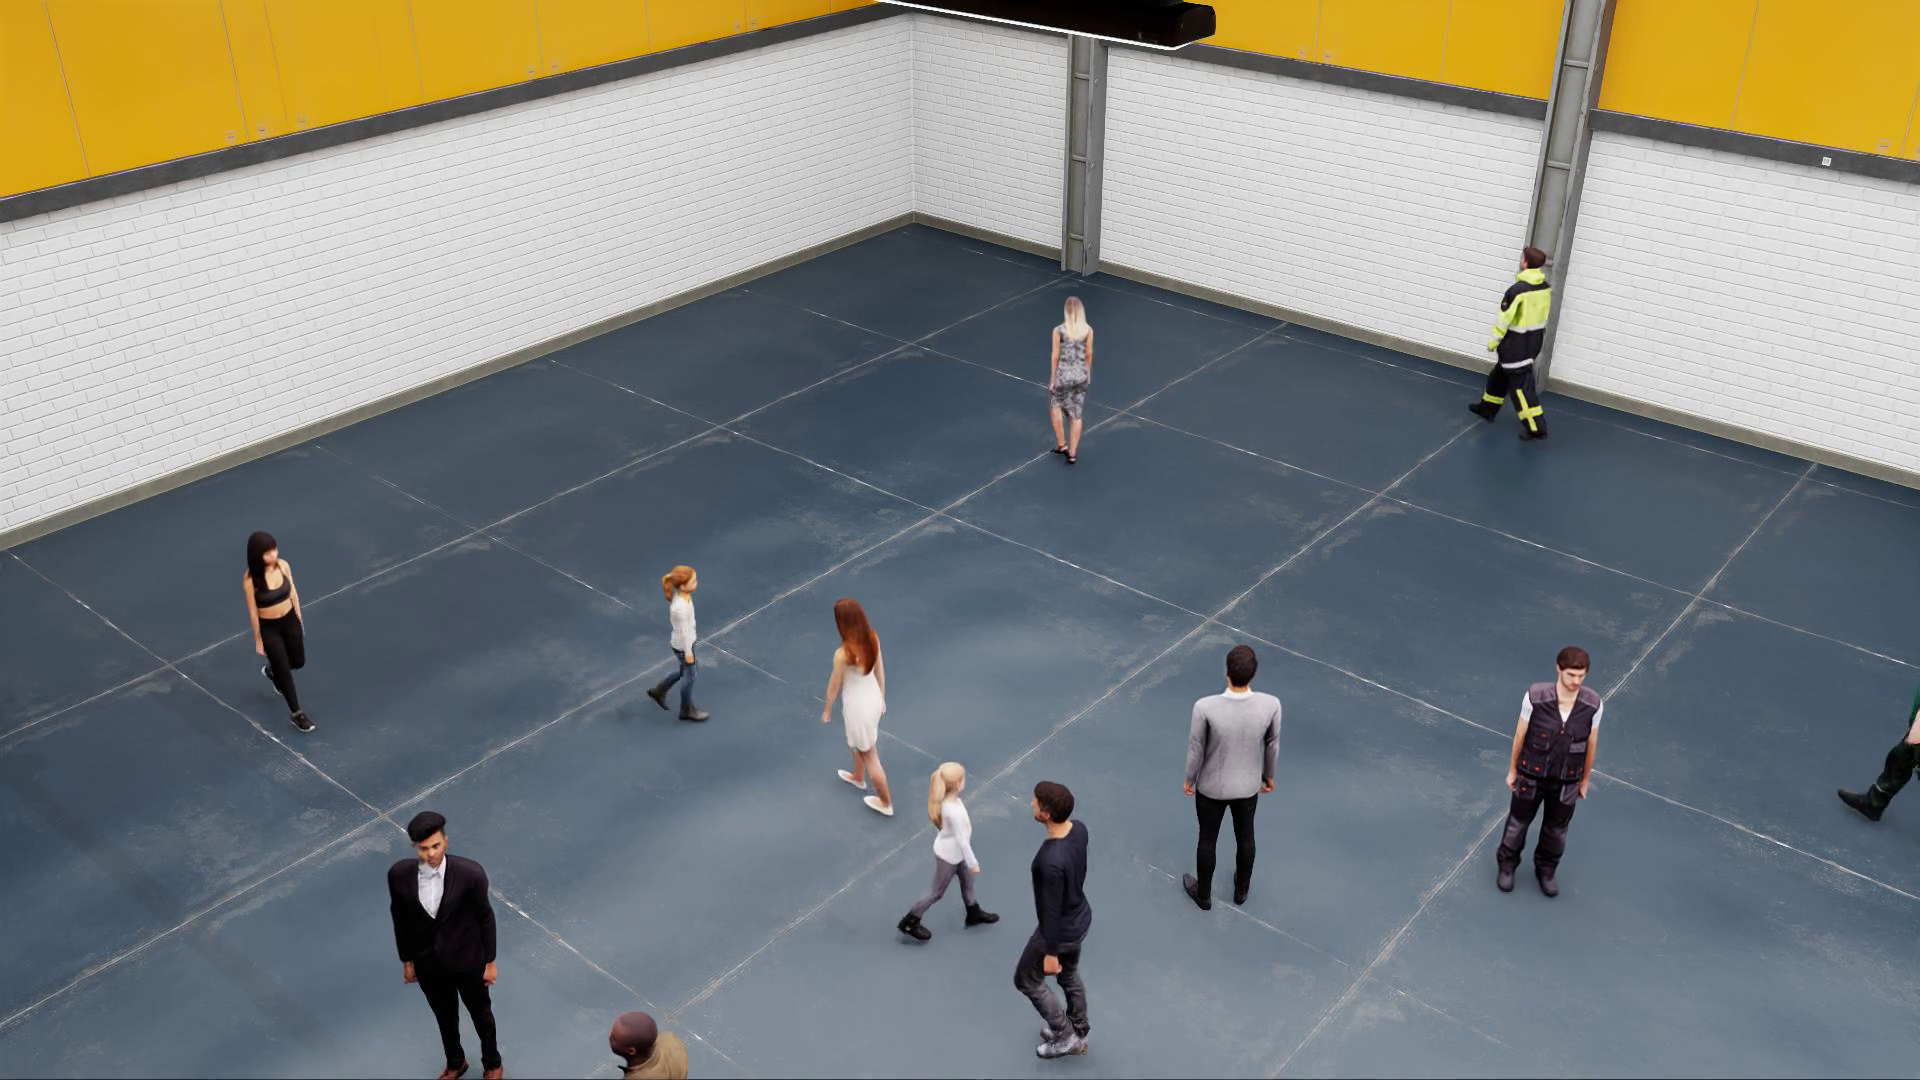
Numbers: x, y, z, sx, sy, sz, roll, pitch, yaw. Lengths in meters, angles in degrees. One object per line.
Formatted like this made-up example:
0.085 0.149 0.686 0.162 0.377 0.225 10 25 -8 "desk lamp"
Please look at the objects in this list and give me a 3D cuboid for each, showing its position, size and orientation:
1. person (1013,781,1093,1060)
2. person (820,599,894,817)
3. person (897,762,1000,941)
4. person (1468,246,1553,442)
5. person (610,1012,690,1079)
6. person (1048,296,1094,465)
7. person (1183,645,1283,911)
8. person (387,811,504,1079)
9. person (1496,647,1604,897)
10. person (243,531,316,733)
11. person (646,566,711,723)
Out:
0.640 2.175 9.215 0.748 1.849 0.774 13 31 23 "person"
-0.600 1.174 11.225 0.817 1.682 0.596 22 36 34 "person"
-0.127 1.952 10.249 0.905 1.251 0.845 -3 29 -5 "person"
5.657 -1.910 16.618 0.924 1.932 1.337 -21 35 -34 "person"
-1.446 2.921 7.872 0.725 1.825 0.800 9 30 17 "person"
1.091 -1.500 16.124 0.734 1.685 0.785 -6 29 -11 "person"
1.685 1.494 10.388 0.834 1.922 0.884 -3 29 -6 "person"
-2.767 2.245 9.051 0.729 1.883 0.828 1 29 2 "person"
3.730 1.458 10.537 0.697 1.843 0.811 6 29 10 "person"
-5.087 0.633 12.272 0.875 1.628 0.575 20 34 32 "person"
-2.122 0.782 12.340 0.756 1.302 0.683 0 29 0 "person"
